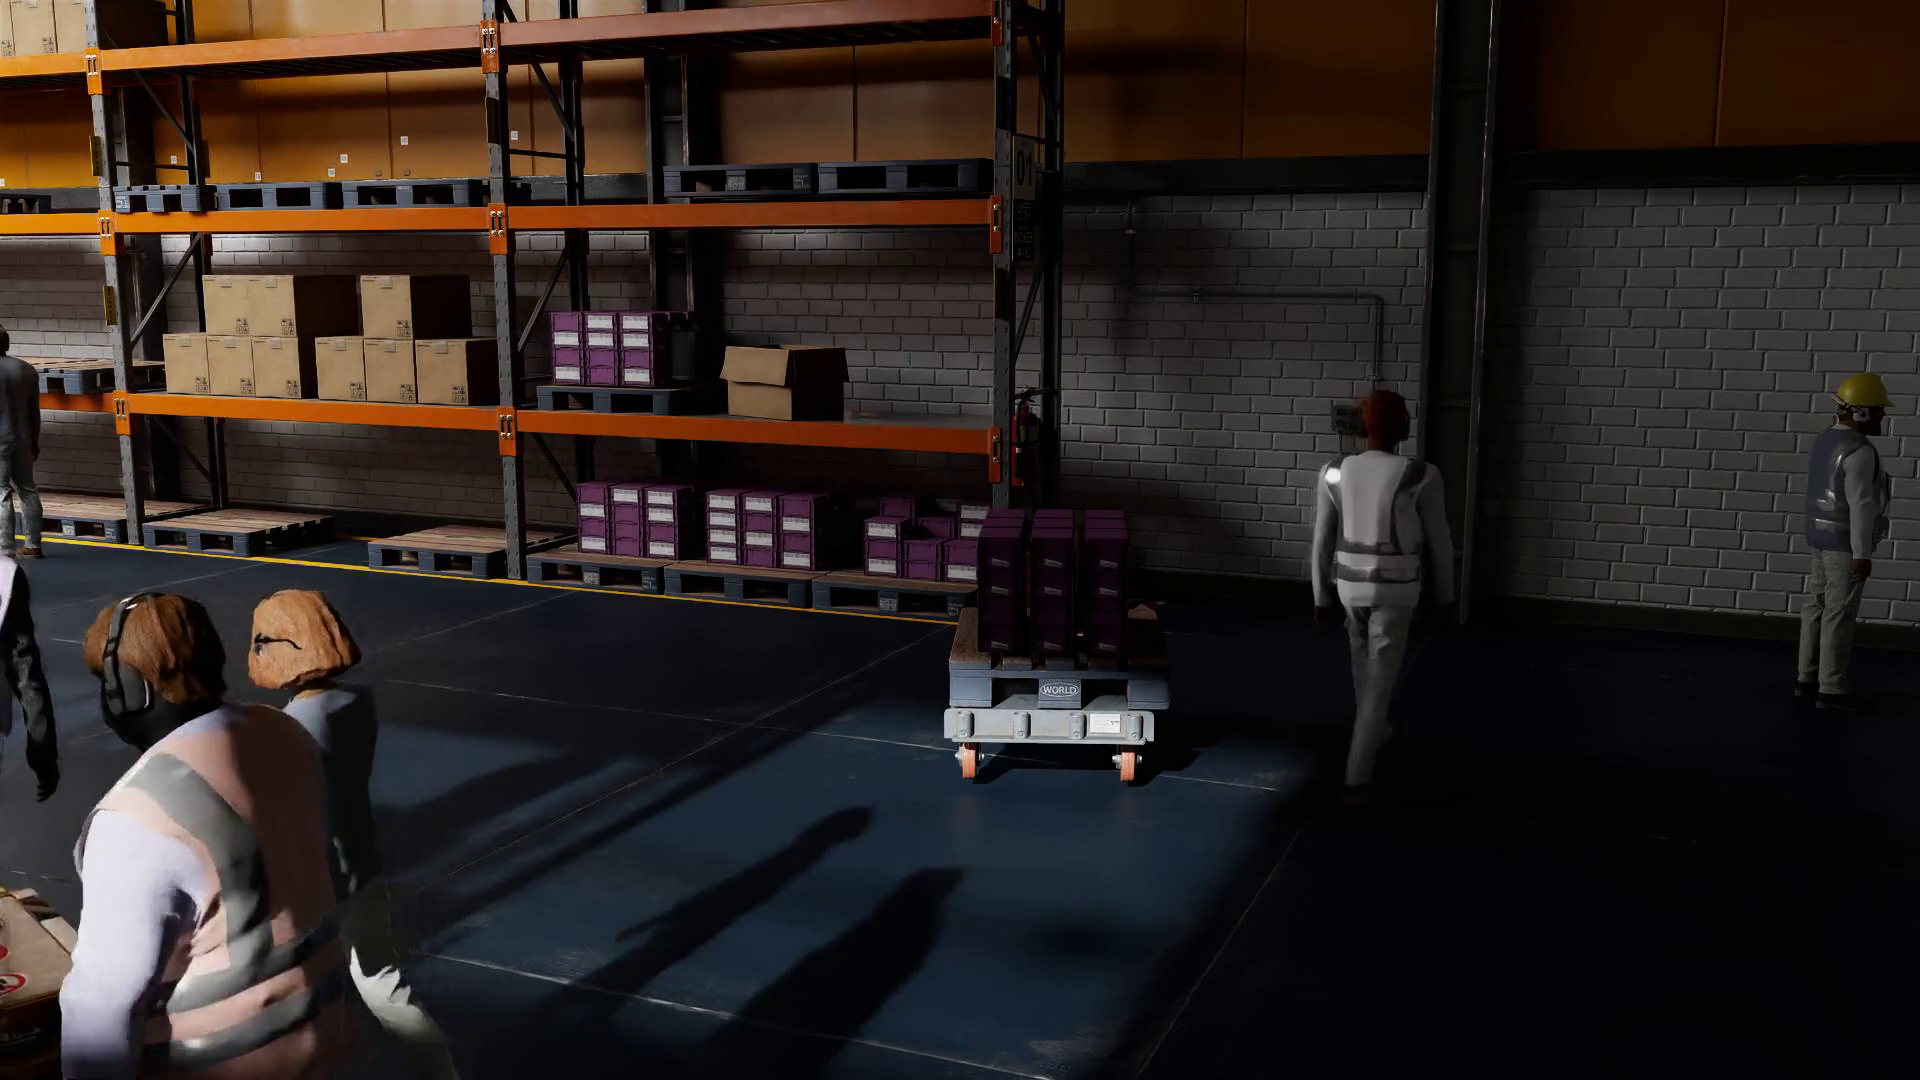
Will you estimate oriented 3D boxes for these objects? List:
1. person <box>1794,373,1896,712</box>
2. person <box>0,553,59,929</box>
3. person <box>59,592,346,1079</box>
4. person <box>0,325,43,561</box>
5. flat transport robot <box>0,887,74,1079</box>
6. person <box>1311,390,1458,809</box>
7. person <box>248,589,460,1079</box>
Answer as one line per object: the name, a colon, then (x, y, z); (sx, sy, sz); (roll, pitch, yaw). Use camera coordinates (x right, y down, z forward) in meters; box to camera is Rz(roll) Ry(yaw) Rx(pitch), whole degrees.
person: (4.825, 0.006, 9.061); (0.403, 1.830, 0.600); (1, 10, 5)
person: (-3.118, 0.664, 5.078); (0.603, 1.850, 1.001); (-2, 10, -12)
person: (-1.410, 0.999, 3.150); (0.459, 1.815, 0.666); (0, 9, 1)
person: (-7.696, -0.771, 13.396); (0.364, 1.939, 0.636); (4, 10, 21)
flat transport robot: (-3.201, 1.407, 5.333); (0.652, 0.197, 1.431); (-9, 13, -42)
person: (1.973, 0.238, 7.620); (0.586, 1.846, 0.941); (8, 12, 39)
person: (-1.676, 0.913, 4.370); (0.831, 1.596, 0.505); (2, 10, 13)
